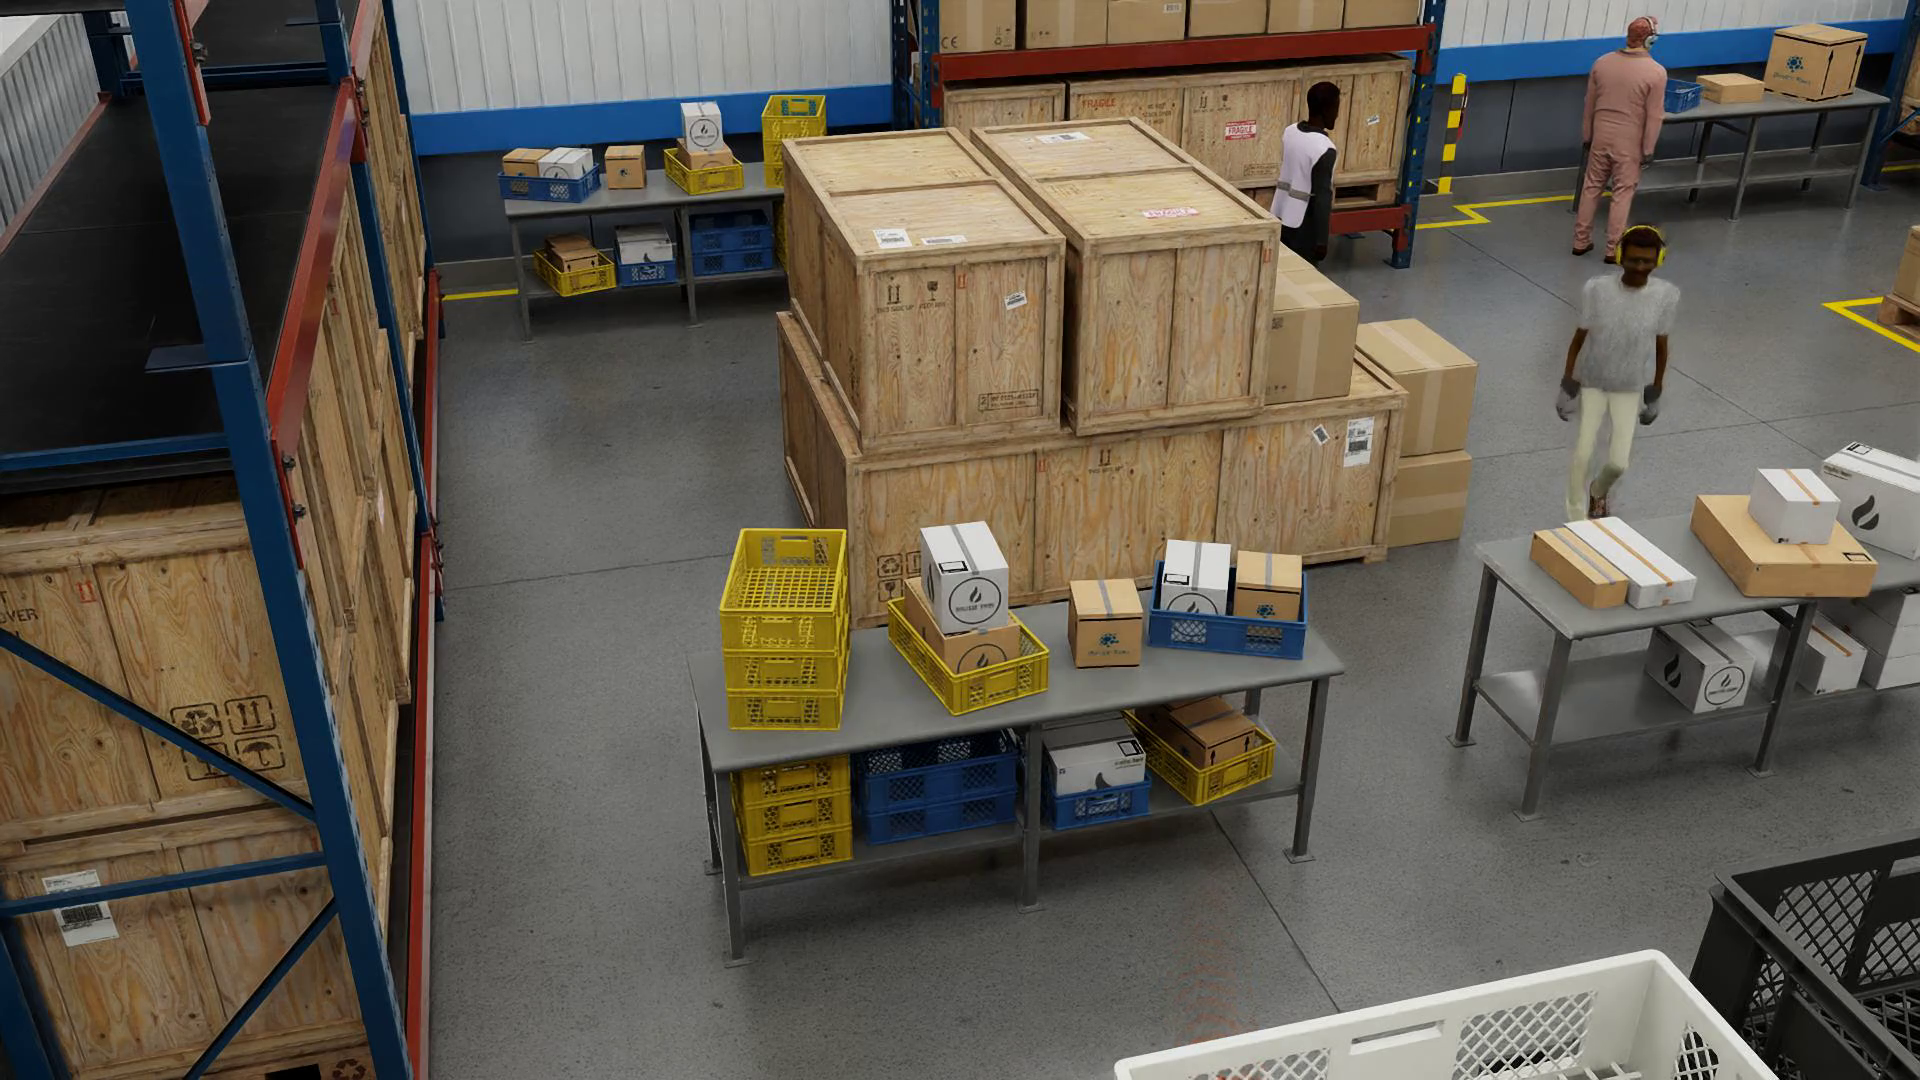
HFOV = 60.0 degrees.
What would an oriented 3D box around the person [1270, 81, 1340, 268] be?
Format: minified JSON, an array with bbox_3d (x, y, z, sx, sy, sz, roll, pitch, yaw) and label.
[{"bbox_3d":[2.320,-2.152,11.313,0.390,1.911,0.592,-9,30,-15],"label":"person"}]

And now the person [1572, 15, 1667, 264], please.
[{"bbox_3d":[5.219,-3.155,13.132,0.399,1.908,0.643,-21,35,-33],"label":"person"}]

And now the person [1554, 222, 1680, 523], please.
[{"bbox_3d":[3.492,-0.812,8.933,0.546,1.853,0.424,10,30,18],"label":"person"}]
